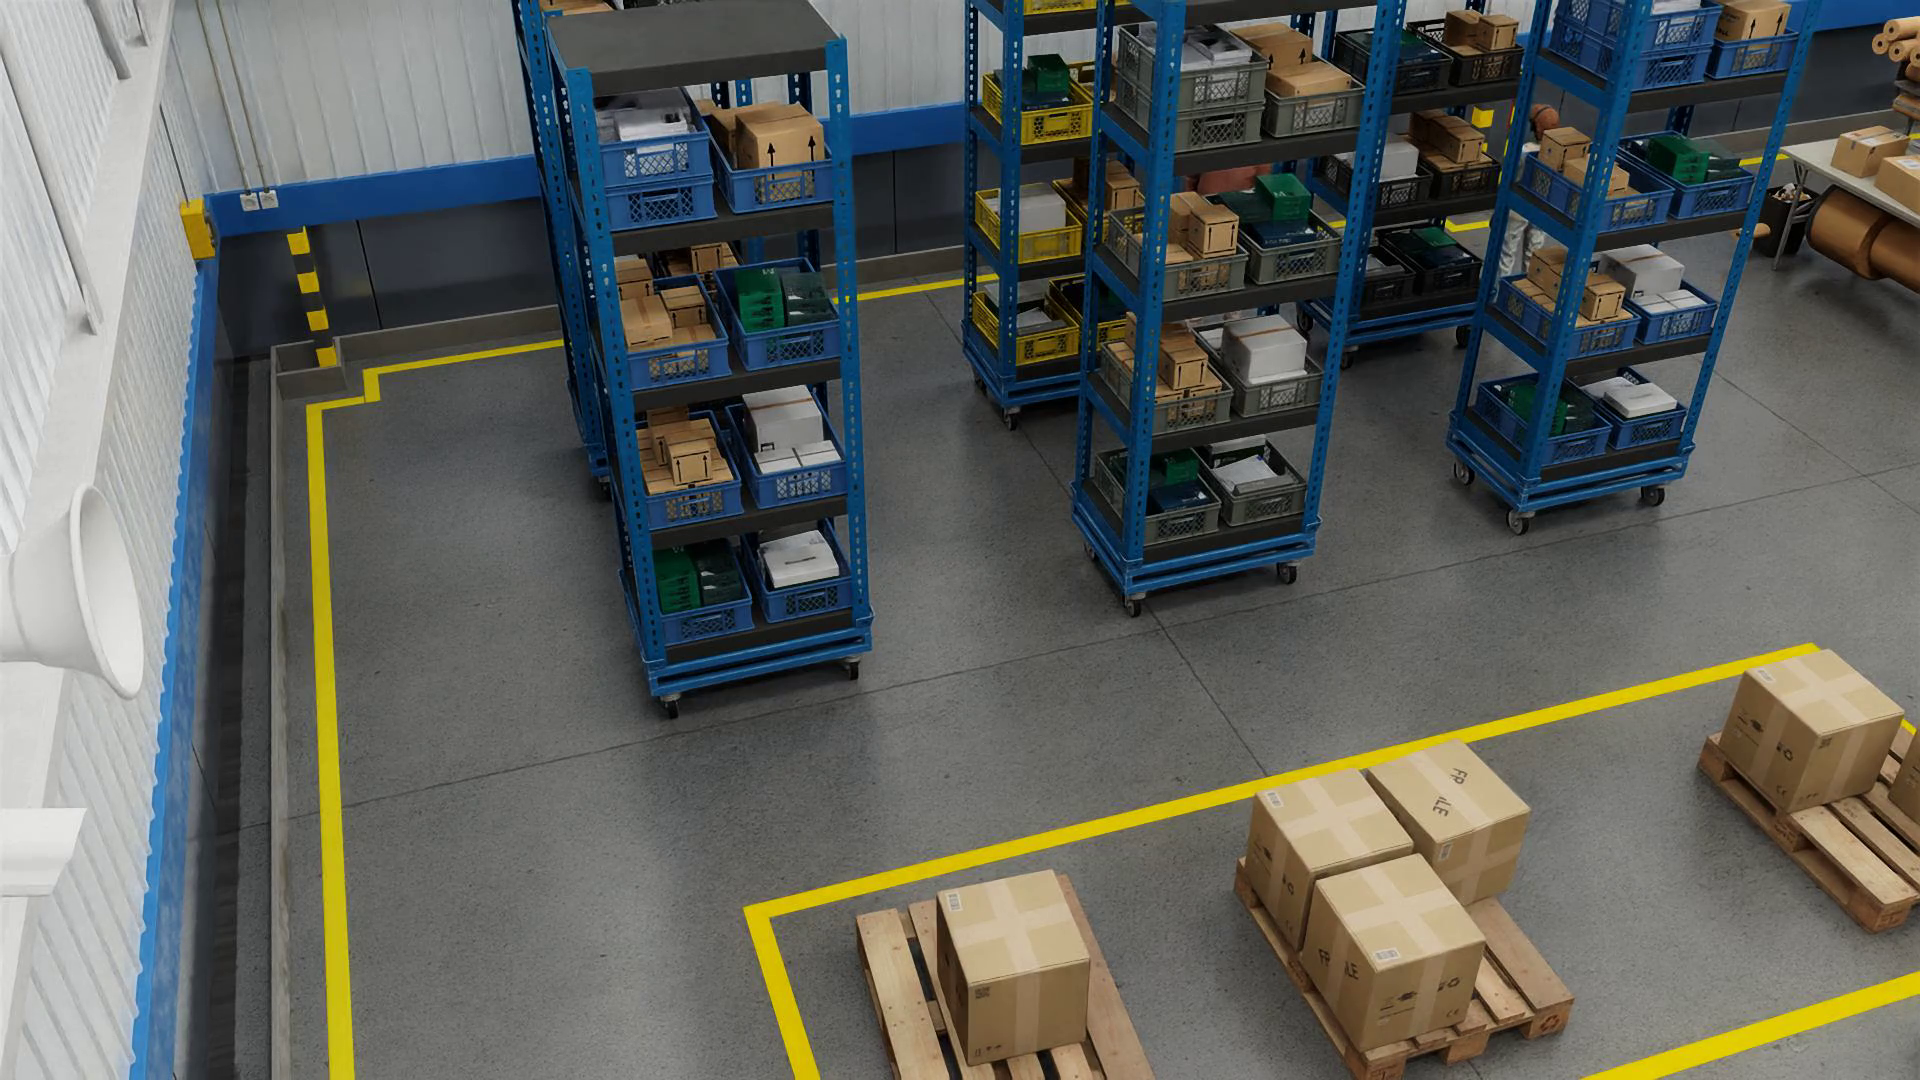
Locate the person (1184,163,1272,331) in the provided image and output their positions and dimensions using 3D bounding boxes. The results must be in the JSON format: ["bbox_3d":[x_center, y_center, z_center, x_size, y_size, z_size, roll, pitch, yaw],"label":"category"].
[{"bbox_3d":[1.833,-2.196,11.660,0.611,1.996,0.379,18,39,24],"label":"person"}]

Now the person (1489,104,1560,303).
[{"bbox_3d":[4.167,-2.399,12.262,0.519,1.633,0.312,-9,36,-12],"label":"person"}]
